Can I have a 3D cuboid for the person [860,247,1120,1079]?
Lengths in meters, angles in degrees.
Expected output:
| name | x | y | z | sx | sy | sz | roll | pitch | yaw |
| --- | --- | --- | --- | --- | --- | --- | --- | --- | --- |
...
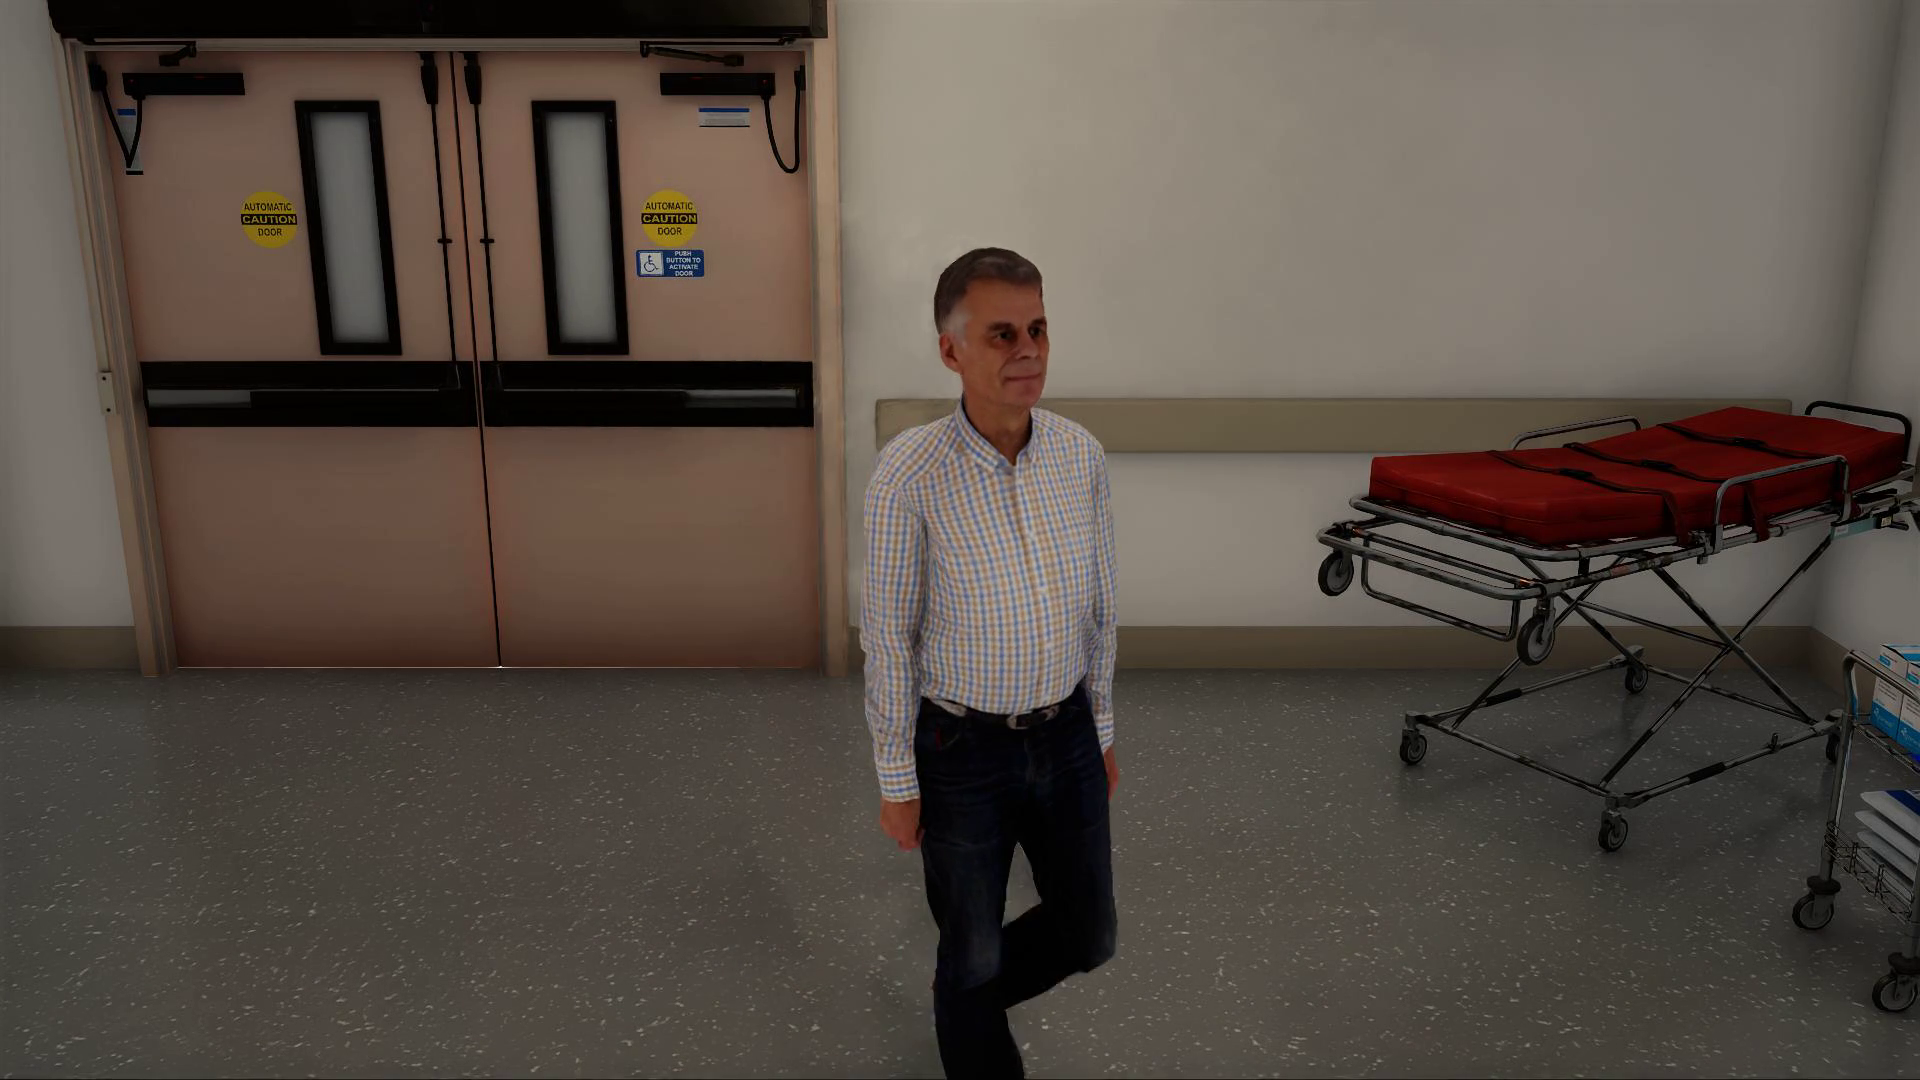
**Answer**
| name | x | y | z | sx | sy | sz | roll | pitch | yaw |
| --- | --- | --- | --- | --- | --- | --- | --- | --- | --- |
| person | 0.042 | 0.349 | 3.133 | 0.834 | 1.814 | 0.913 | -7 | 17 | -24 |
